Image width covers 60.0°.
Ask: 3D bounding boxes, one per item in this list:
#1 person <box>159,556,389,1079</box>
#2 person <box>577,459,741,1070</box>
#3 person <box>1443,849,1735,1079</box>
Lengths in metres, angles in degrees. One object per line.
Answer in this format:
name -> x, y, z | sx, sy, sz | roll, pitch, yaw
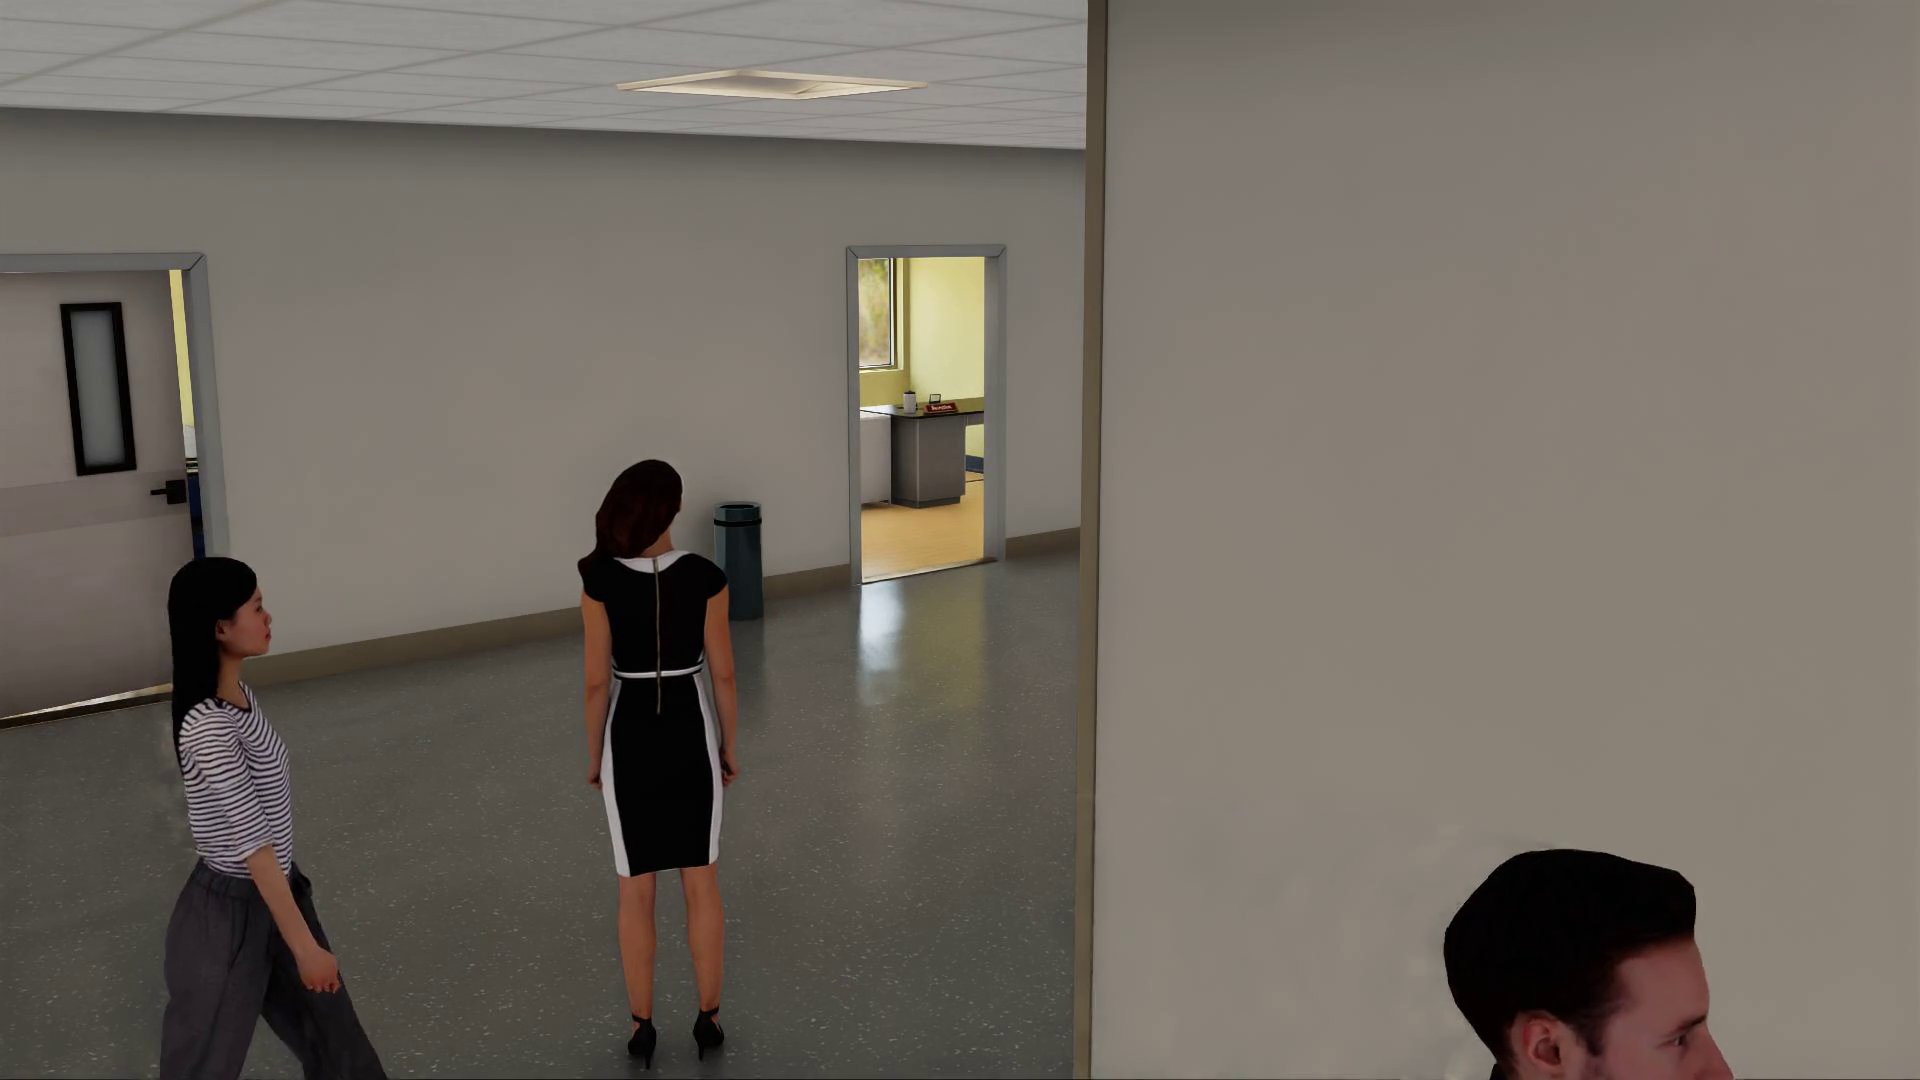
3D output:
person -> -1.737, 0.908, 3.761 | 1.131, 1.702, 0.897 | -3, 11, -14
person -> -0.870, 0.655, 4.843 | 0.594, 1.795, 0.718 | -2, 11, -11
person -> 0.449, 1.205, 1.664 | 0.907, 1.901, 0.835 | 5, 12, 25
